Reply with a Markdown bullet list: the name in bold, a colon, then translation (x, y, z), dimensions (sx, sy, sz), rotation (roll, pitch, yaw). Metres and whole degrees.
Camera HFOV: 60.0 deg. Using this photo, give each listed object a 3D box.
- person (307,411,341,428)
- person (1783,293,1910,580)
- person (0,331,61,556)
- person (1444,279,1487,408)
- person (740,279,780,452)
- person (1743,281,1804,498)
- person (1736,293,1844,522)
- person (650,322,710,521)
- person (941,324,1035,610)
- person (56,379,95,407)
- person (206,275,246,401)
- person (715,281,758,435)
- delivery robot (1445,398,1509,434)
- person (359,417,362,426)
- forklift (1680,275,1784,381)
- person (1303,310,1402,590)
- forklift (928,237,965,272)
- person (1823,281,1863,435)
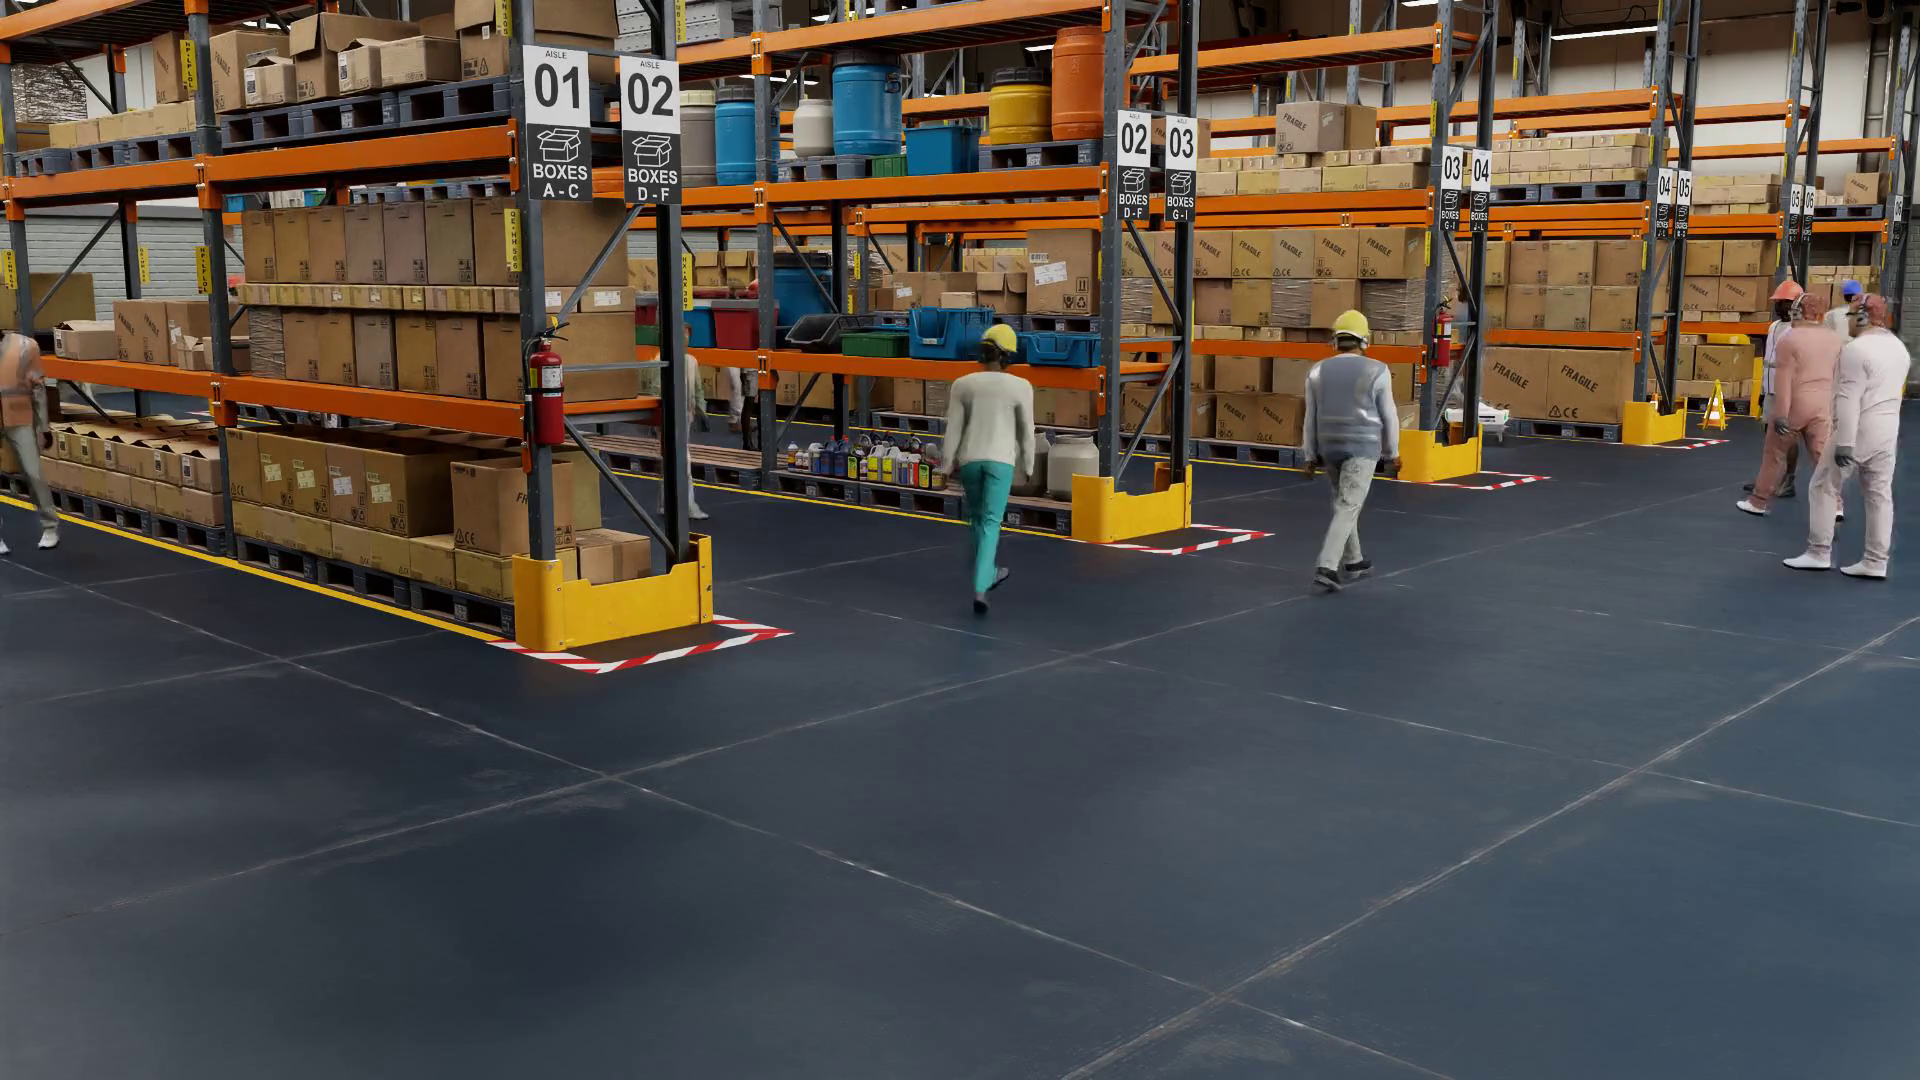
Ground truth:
- **person**: translation (-5.419, -1.205, 14.325), dimensions (0.326, 1.862, 0.519), rotation (3, 10, 16)
- **person**: translation (5.912, -0.695, 11.104), dimensions (0.680, 1.881, 0.754), rotation (-5, 11, -29)
- **person**: translation (-6.961, -0.838, 12.075), dimensions (0.600, 1.886, 0.527), rotation (-5, 10, -26)
- **person**: translation (6.127, -2.180, 20.086), dimensions (0.625, 1.927, 0.474), rotation (-8, 13, -42)
- **person**: translation (-2.228, -1.921, 18.471), dimensions (0.362, 1.939, 0.543), rotation (8, 12, 41)
- **person**: translation (7.440, -1.368, 15.075), dimensions (0.354, 1.942, 0.545), rotation (-2, 9, -11)
- **person**: translation (6.856, -1.076, 13.552), dimensions (0.657, 1.856, 1.024), rotation (-3, 10, -16)
- **person**: translation (-2.209, -0.956, 13.518), dimensions (0.698, 1.610, 0.546), rotation (5, 10, 27)
- **person**: translation (0.166, -0.452, 10.164), dimensions (0.559, 1.713, 0.934), rotation (3, 10, 19)
- **person**: translation (-10.694, -2.104, 19.964), dimensions (0.962, 1.815, 0.539), rotation (6, 11, 31)
- **person**: translation (-10.816, -2.974, 24.863), dimensions (0.999, 1.947, 0.656), rotation (-1, 9, -8)
- **person**: translation (-2.703, -2.251, 20.632), dimensions (0.650, 1.884, 0.999), rotation (-7, 11, -35)
- **delivery robot**: translation (6.073, -1.431, 19.524), dimensions (0.707, 0.478, 0.477), rotation (4, 10, 21)
- **person**: translation (-6.280, -1.699, 17.152), dimensions (0.549, 1.926, 0.570), rotation (6, 11, 32)
- **forklift**: translation (12.480, -3.427, 27.053), dimensions (1.214, 2.155, 2.313), rotation (9, 13, 43)
- **person**: translation (2.520, -0.592, 10.796), dimensions (0.908, 1.792, 0.591), rotation (-9, 13, -44)
- **forklift**: translation (-0.326, -5.817, 39.609), dimensions (1.129, 2.768, 1.873), rotation (9, 13, 43)
- **person**: translation (10.720, -2.164, 20.079), dimensions (0.638, 1.900, 0.906), rotation (8, 12, 41)
